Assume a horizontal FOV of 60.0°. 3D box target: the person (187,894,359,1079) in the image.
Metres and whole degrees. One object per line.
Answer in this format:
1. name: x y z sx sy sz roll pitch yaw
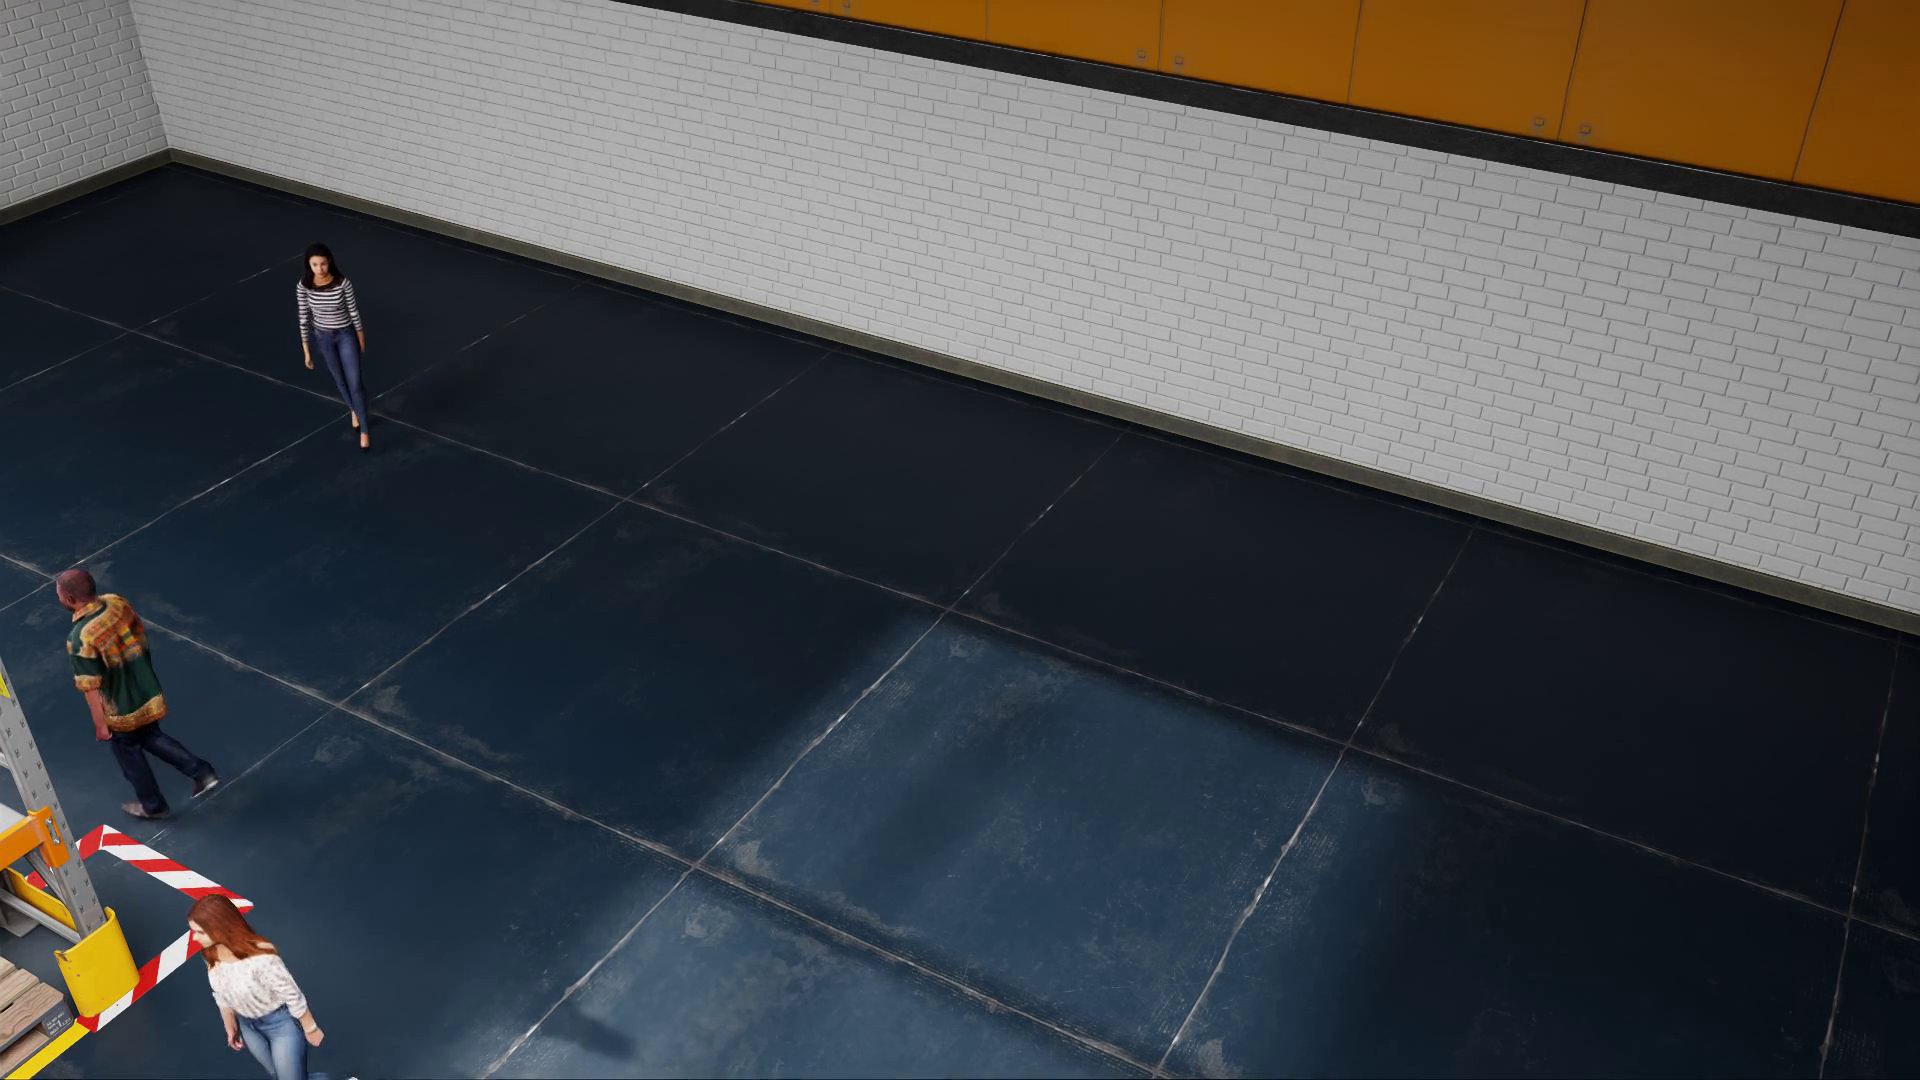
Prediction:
1. person: -3.211 2.228 7.911 0.635 1.714 0.709 14 36 20

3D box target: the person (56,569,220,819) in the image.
1. person: -4.830 0.940 9.781 0.949 1.789 0.935 2 34 3

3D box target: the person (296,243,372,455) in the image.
1. person: -5.126 -1.640 13.688 0.945 1.763 1.024 -6 34 -8
